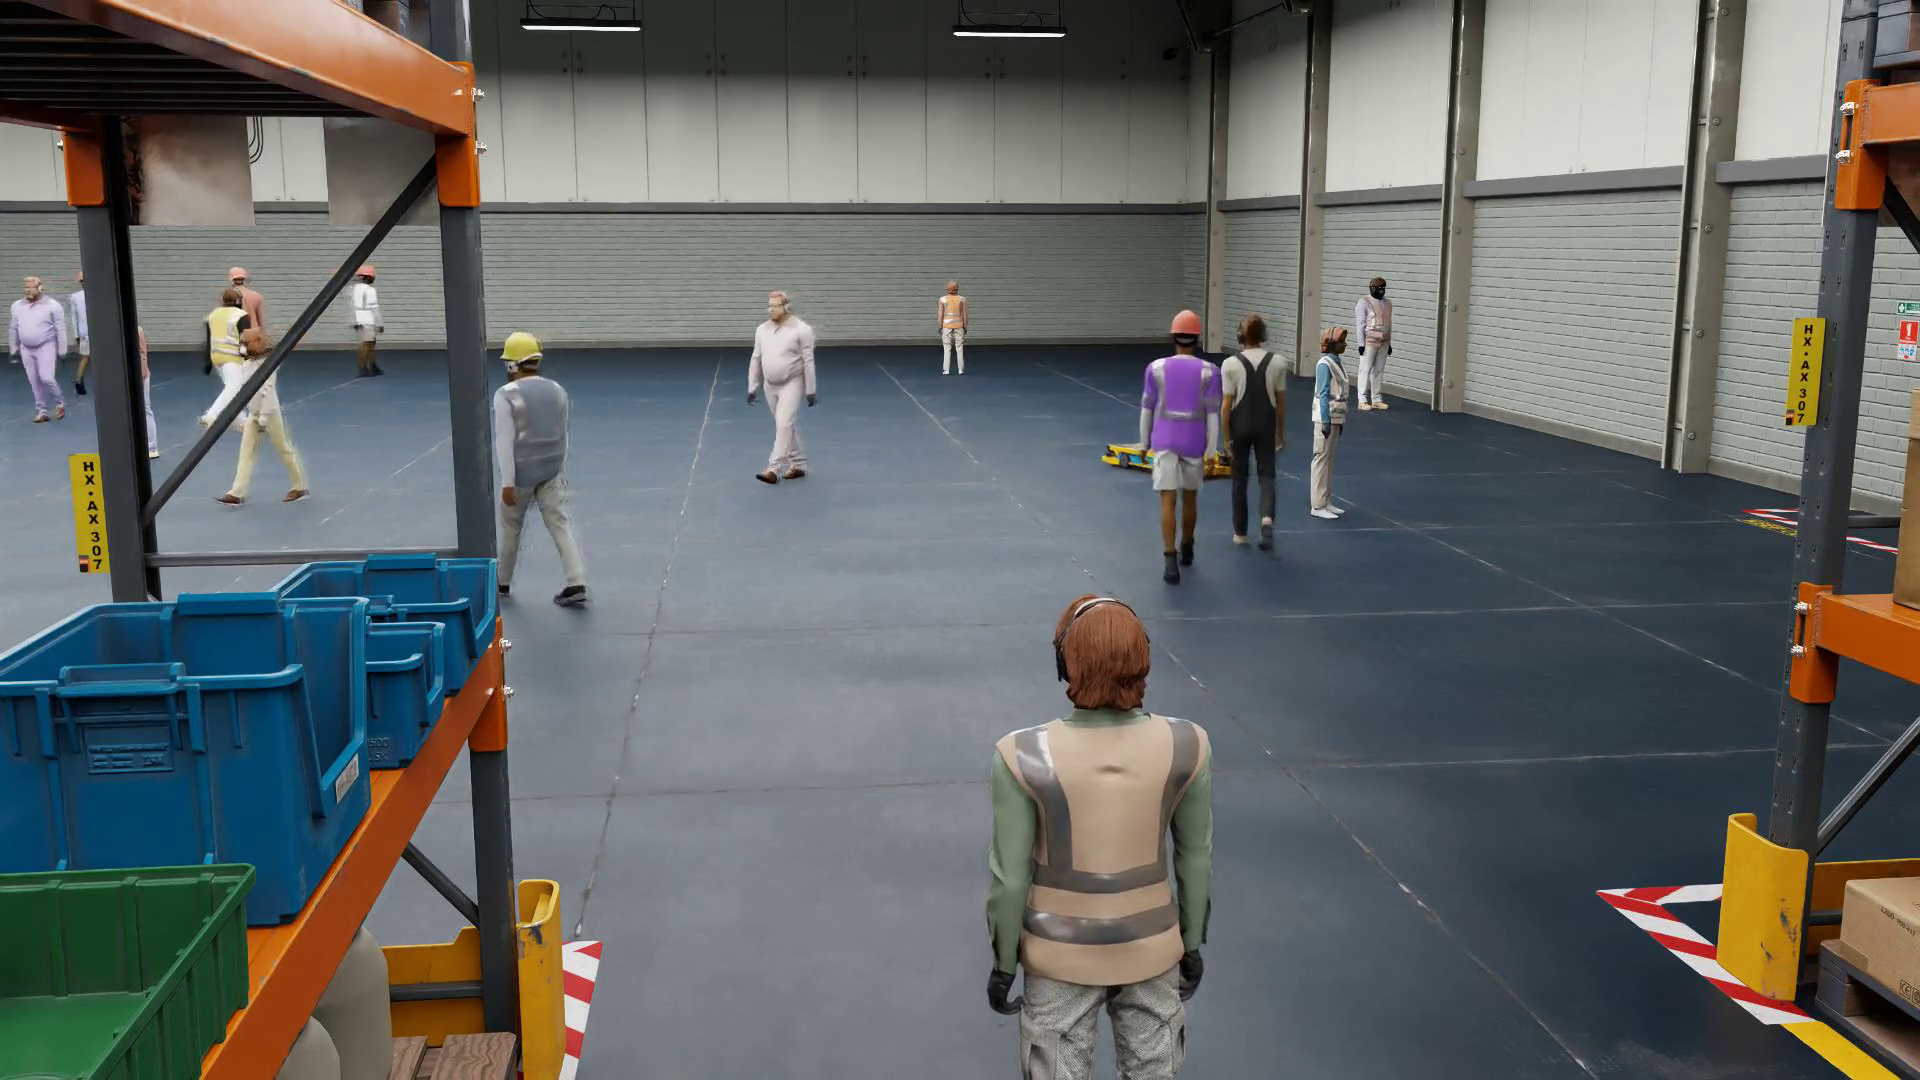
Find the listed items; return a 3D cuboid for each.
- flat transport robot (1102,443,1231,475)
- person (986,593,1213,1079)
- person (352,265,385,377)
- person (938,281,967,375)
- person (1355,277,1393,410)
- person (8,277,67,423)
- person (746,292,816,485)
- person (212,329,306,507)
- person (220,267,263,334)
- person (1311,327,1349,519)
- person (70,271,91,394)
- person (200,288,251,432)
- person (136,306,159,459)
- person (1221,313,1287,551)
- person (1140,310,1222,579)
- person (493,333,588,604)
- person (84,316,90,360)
[{"bbox_3d":[2.143,-0.845,17.160,0.652,0.197,1.431,-6,12,-30],"label":"flat transport robot"},{"bbox_3d":[0.309,0.931,3.670,0.521,1.640,0.307,-2,11,-13],"label":"person"},{"bbox_3d":[-10.118,-3.764,28.643,0.586,1.913,0.711,8,13,39],"label":"person"},{"bbox_3d":[-0.128,-3.699,29.051,0.522,1.638,0.310,-1,10,-8],"label":"person"},{"bbox_3d":[5.798,-2.734,23.211,0.627,1.844,0.429,-6,12,-31],"label":"person"},{"bbox_3d":[-11.979,-2.460,21.573,0.646,1.892,0.442,0,10,0],"label":"person"},{"bbox_3d":[-1.806,-1.478,16.255,0.664,1.856,0.975,6,12,30],"label":"person"},{"bbox_3d":[-6.278,-1.091,14.884,0.514,1.585,0.850,7,12,33],"label":"person"},{"bbox_3d":[-10.526,-2.999,24.358,0.622,1.950,0.976,-8,13,-39],"label":"person"},{"bbox_3d":[3.179,-1.010,14.306,0.309,1.641,0.514,5,11,24],"label":"person"},{"bbox_3d":[-13.297,-3.187,25.469,0.558,1.929,0.619,0,10,2],"label":"person"},{"bbox_3d":[-8.959,-2.164,20.237,0.650,1.798,0.919,5,11,24],"label":"person"},{"bbox_3d":[-8.947,-1.745,17.993,0.329,1.767,0.528,-9,14,-41],"label":"person"},{"bbox_3d":[2.249,-0.815,12.723,0.526,1.831,0.707,0,10,2],"label":"person"},{"bbox_3d":[1.569,-0.684,11.860,0.563,1.893,0.988,1,10,6],"label":"person"},{"bbox_3d":[-2.810,-0.464,10.917,0.952,1.787,0.607,8,13,37],"label":"person"},{"bbox_3d":[-12.351,-2.761,24.072,0.506,1.584,0.865,-1,10,-5],"label":"person"}]
